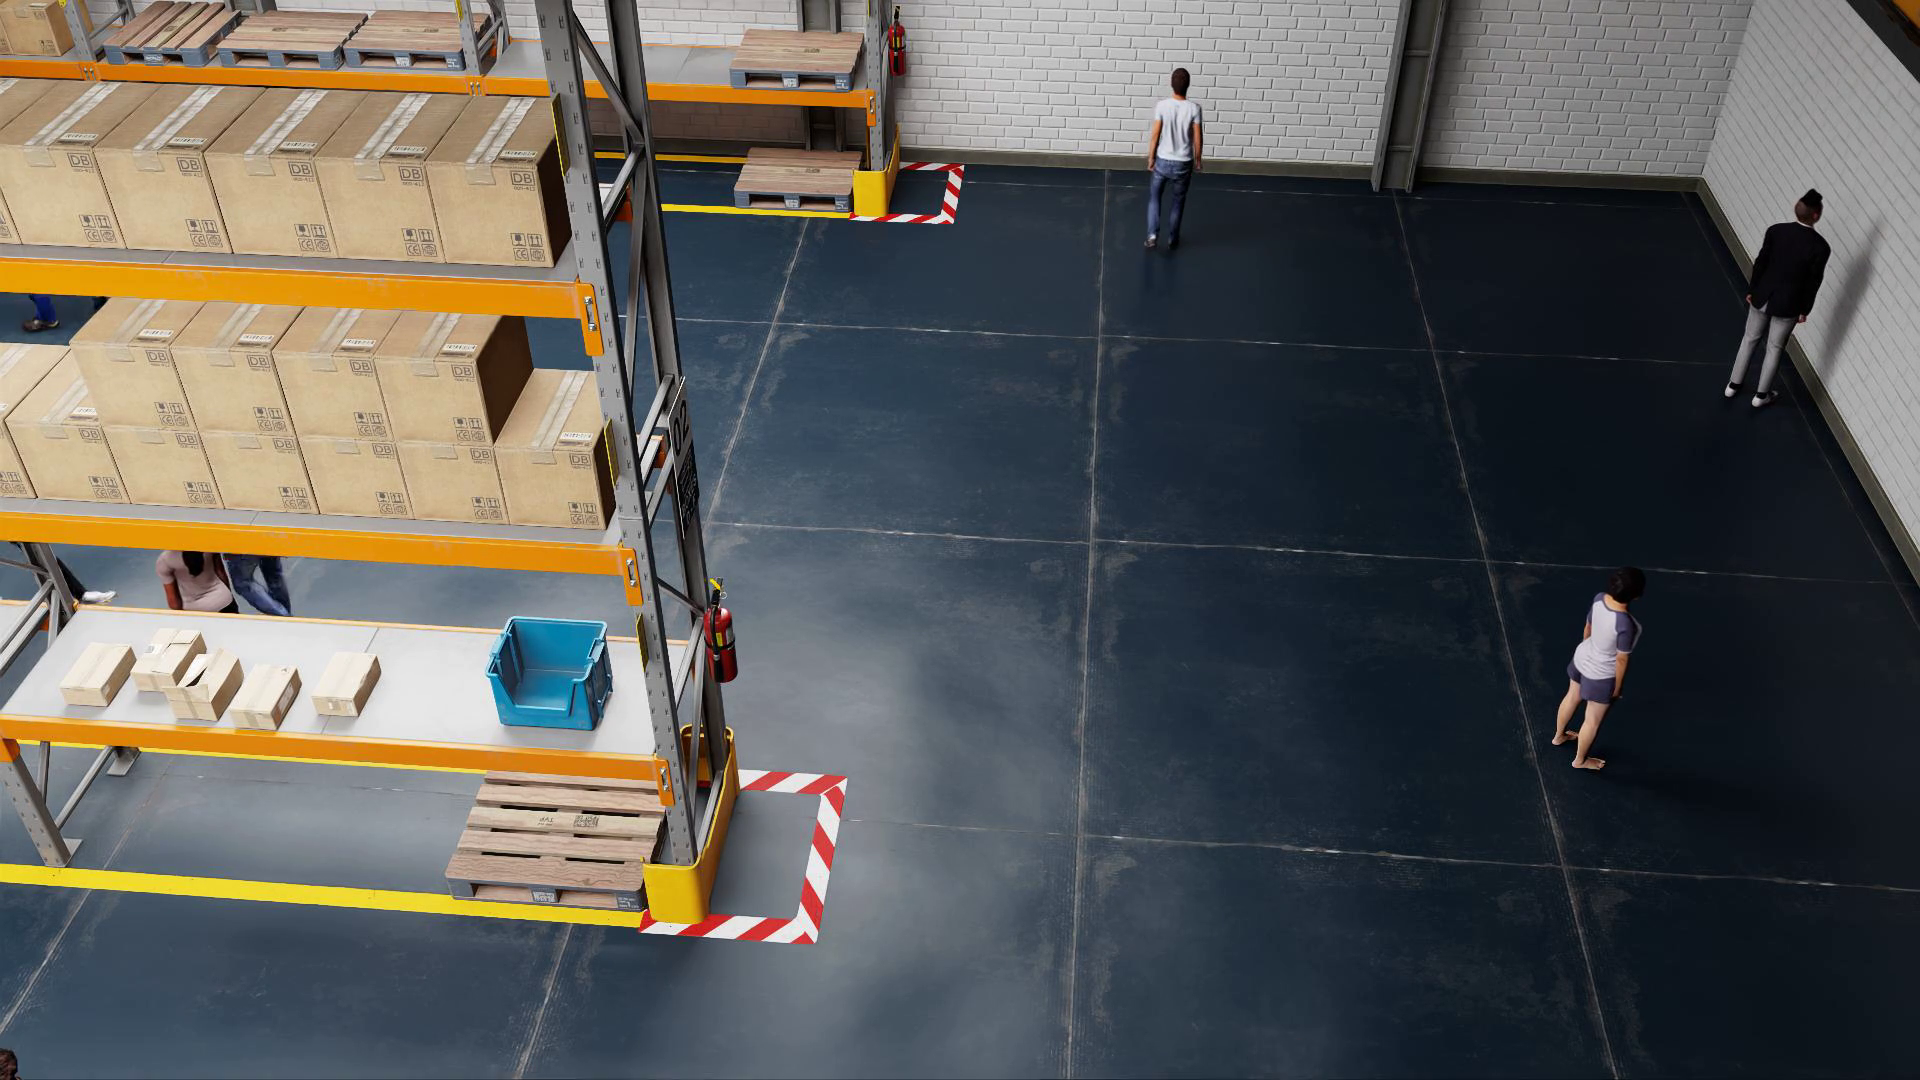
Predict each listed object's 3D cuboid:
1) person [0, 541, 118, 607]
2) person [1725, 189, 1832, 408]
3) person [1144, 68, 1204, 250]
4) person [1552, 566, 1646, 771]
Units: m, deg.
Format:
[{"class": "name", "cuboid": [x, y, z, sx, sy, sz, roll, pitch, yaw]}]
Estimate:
[{"class": "person", "cuboid": [-6.806, -0.142, 11.509, 1.234, 1.869, 0.743, 5, 39, 6]}, {"class": "person", "cuboid": [6.793, -2.017, 13.788, 0.850, 1.955, 0.773, -31, 48, -33]}, {"class": "person", "cuboid": [2.029, -3.565, 15.802, 0.740, 1.860, 0.780, 9, 39, 11]}, {"class": "person", "cuboid": [4.076, 0.791, 10.584, 0.628, 1.565, 0.629, -9, 40, -11]}]
